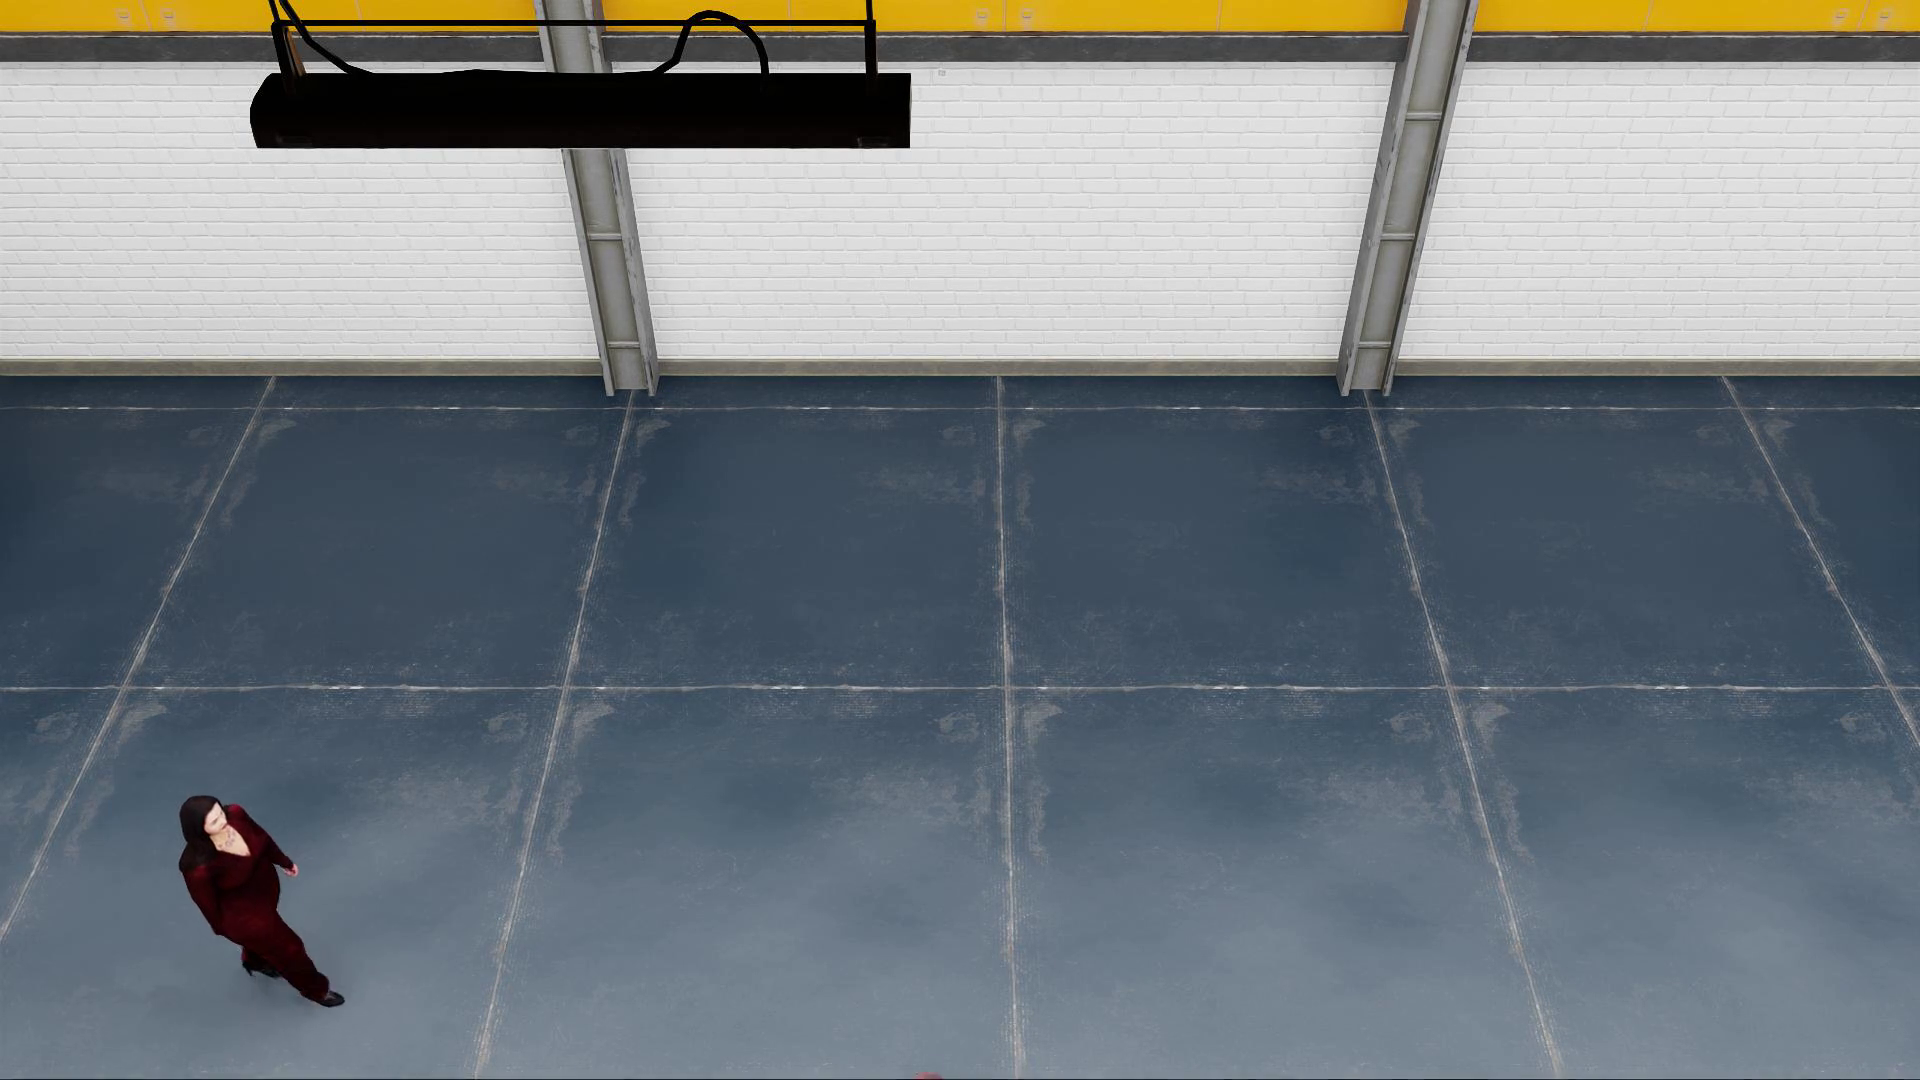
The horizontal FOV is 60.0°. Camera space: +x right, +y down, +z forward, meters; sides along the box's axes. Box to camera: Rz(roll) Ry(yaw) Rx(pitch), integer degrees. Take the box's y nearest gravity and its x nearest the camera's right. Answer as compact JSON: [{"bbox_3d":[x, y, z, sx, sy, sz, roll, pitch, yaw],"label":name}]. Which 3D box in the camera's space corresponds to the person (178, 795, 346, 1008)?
[{"bbox_3d":[-3.979,1.942,9.043,0.874,1.730,0.688,1,44,1],"label":"person"}]
